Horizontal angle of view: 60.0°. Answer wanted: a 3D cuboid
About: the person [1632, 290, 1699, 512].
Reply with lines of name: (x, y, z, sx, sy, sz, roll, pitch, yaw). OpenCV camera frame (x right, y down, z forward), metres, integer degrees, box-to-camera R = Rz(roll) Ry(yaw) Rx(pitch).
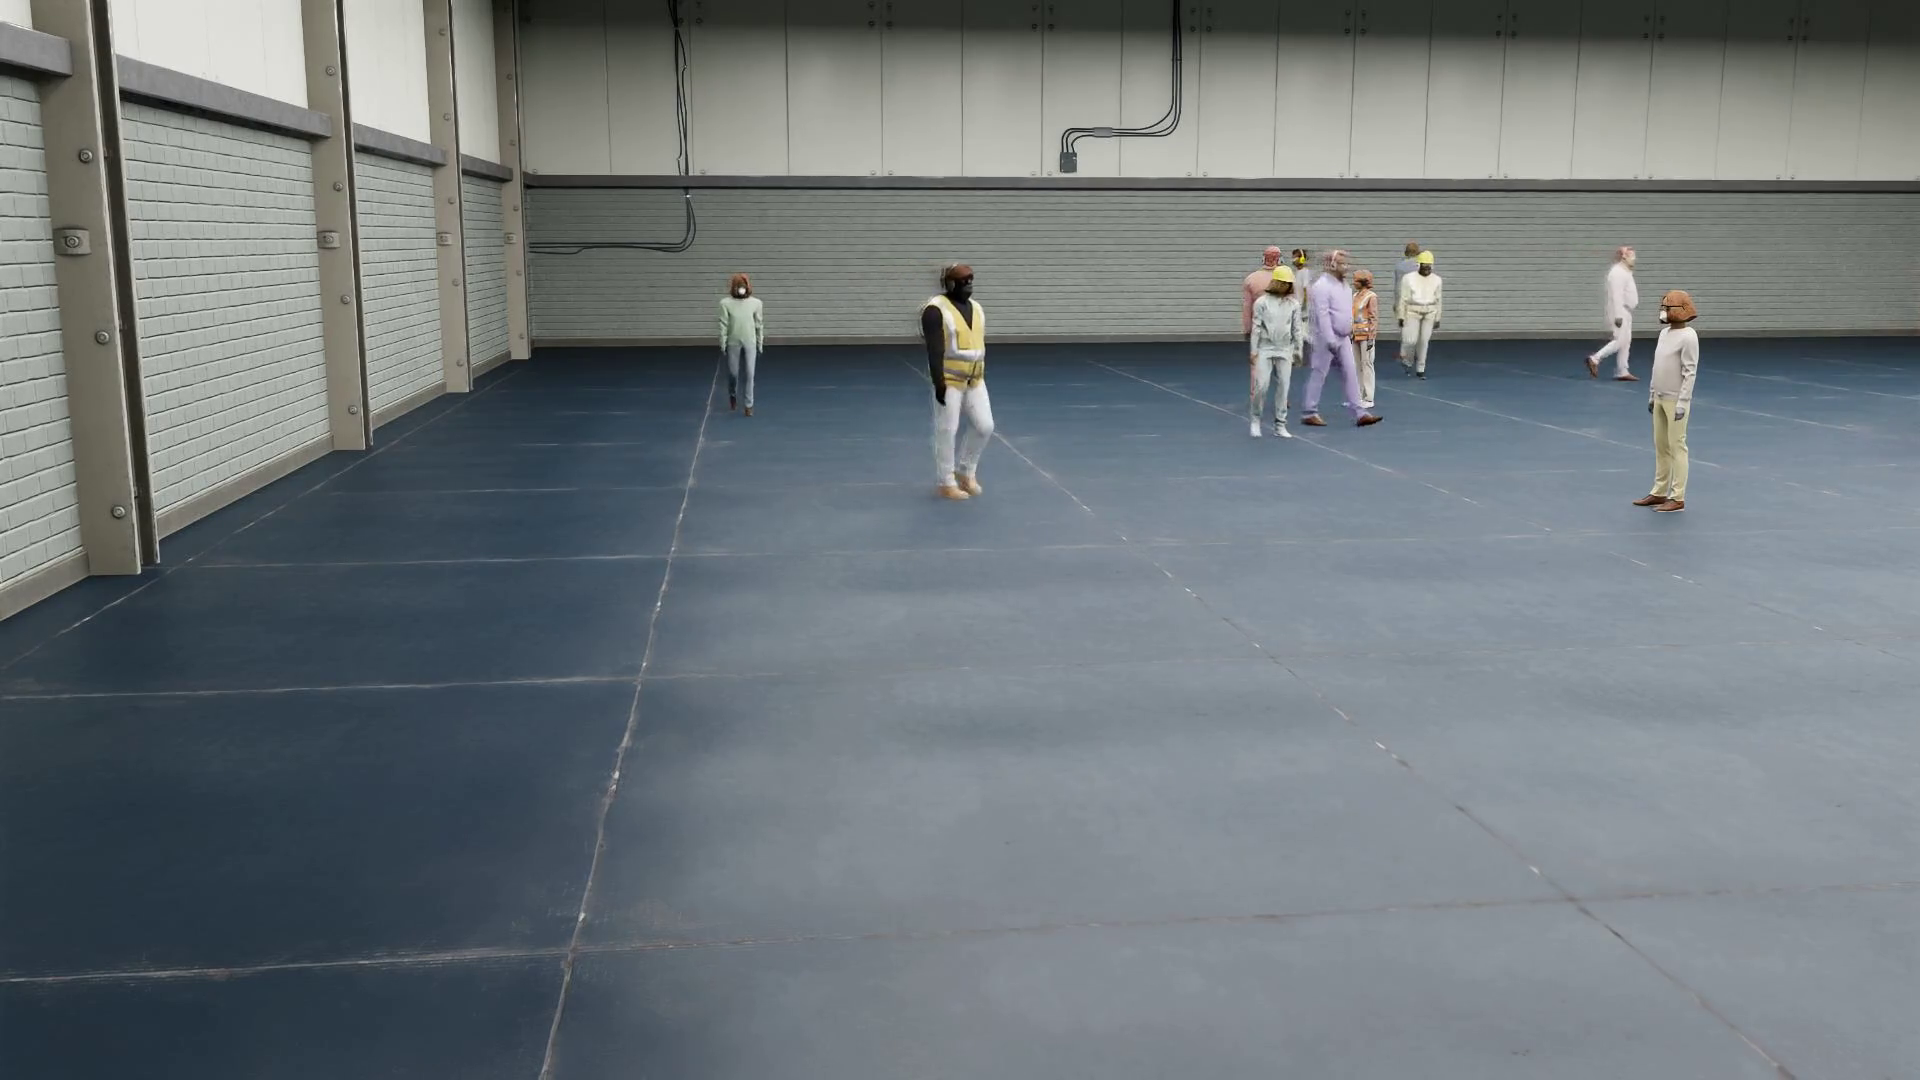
person: (5.252, -1.025, 12.308, 0.285, 1.633, 0.498, -1, 10, -5)

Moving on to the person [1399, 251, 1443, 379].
person: (6.557, -3.191, 23.647, 0.603, 1.820, 0.426, 0, 10, -3)

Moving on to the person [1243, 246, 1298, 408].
person: (3.660, -2.490, 19.591, 0.648, 1.907, 0.409, 3, 11, 18)

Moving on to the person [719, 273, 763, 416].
person: (-2.504, -2.243, 19.025, 0.506, 1.617, 0.617, -2, 11, -11)

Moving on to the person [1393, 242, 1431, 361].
person: (7.357, -3.883, 27.151, 0.628, 1.936, 0.377, -3, 11, -14)

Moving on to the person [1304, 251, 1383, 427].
person: (4.056, -2.119, 17.675, 0.650, 1.871, 0.847, -10, 14, -43)

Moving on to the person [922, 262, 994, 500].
person: (-0.016, -1.207, 12.791, 0.630, 1.828, 0.455, -9, 14, -41)

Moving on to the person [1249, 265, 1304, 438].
person: (3.199, -1.893, 16.787, 0.532, 1.733, 0.340, -2, 11, -10)

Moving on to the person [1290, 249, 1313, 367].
person: (5.337, -3.596, 25.840, 0.799, 1.847, 0.521, -2, 10, -8)

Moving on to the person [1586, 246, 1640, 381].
person: (9.255, -3.177, 23.384, 0.620, 1.892, 0.660, 6, 12, 30)

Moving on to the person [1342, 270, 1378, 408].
person: (4.765, -2.375, 19.699, 0.312, 1.636, 0.518, -3, 11, -15)
